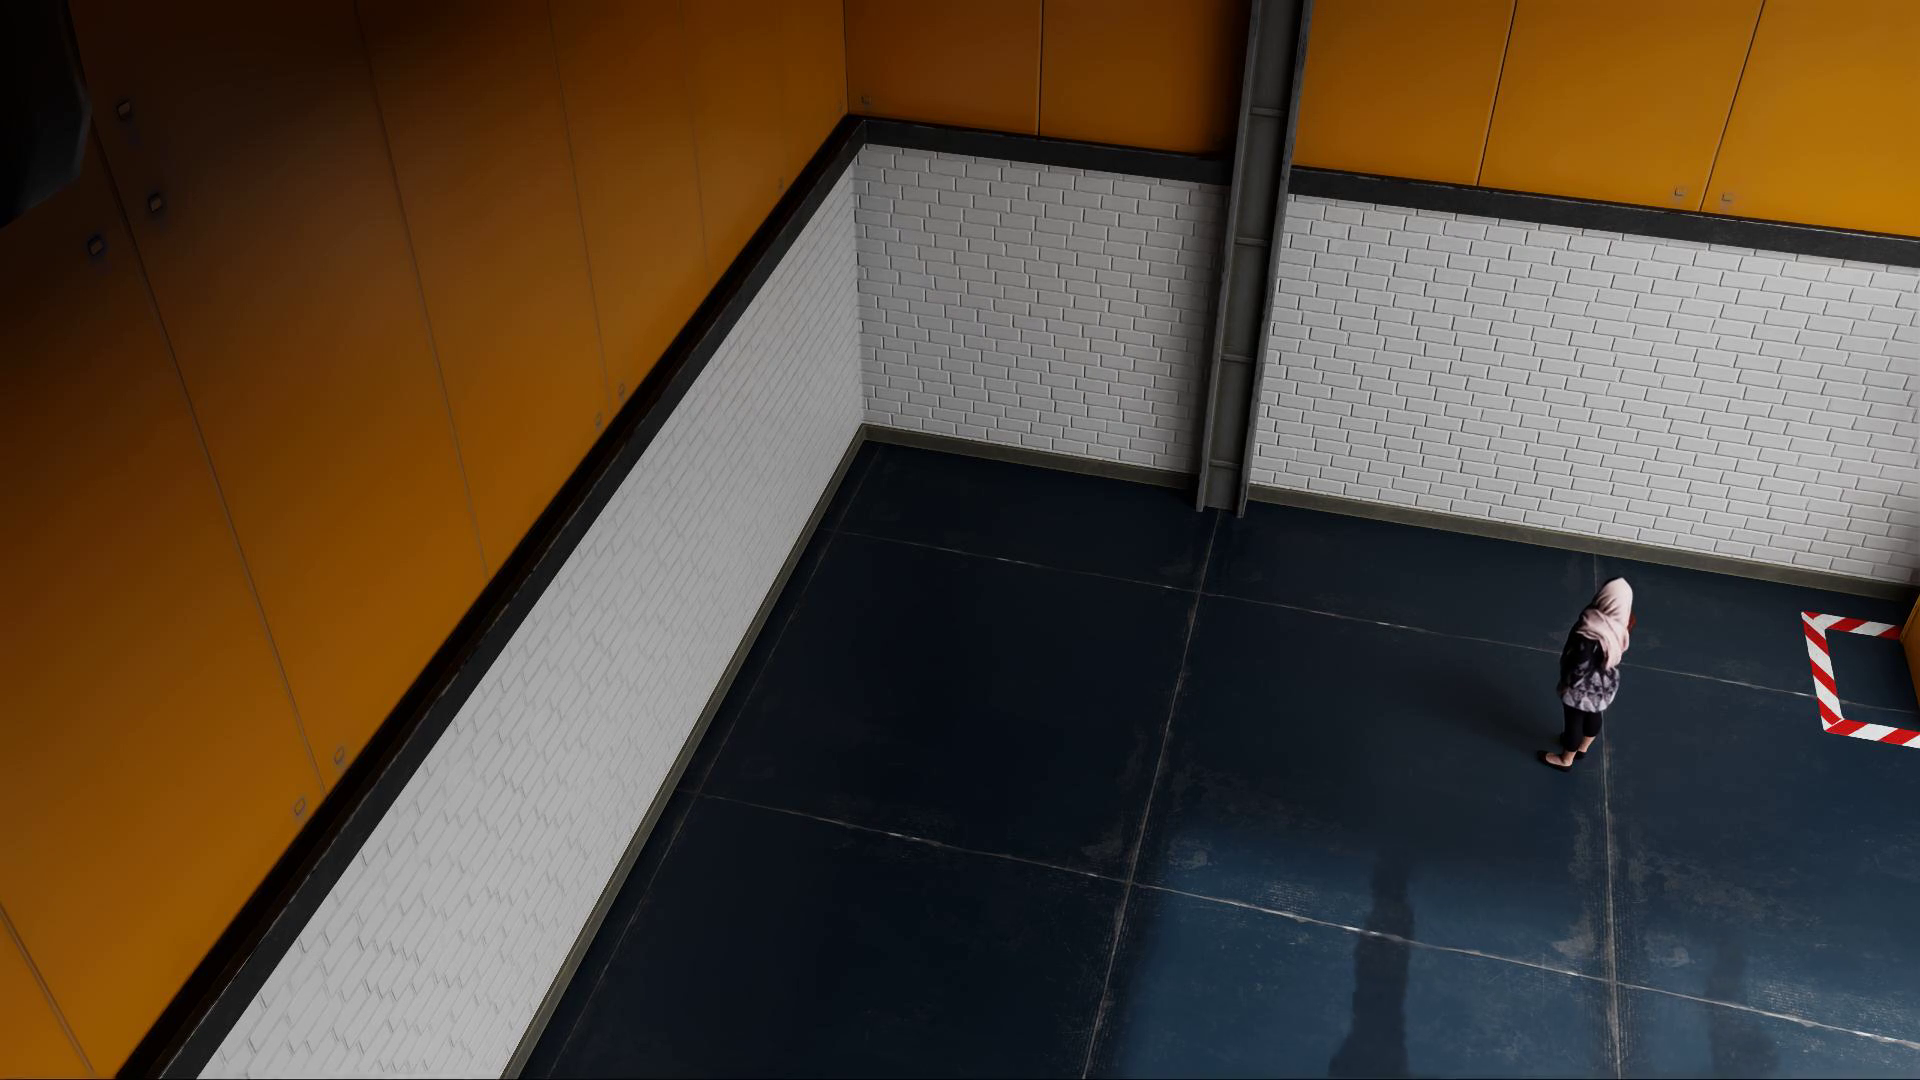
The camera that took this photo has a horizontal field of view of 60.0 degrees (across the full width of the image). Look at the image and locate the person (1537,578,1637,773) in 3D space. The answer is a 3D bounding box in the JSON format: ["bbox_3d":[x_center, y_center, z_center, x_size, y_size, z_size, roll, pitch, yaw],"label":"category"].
[{"bbox_3d":[4.221,0.897,11.100,0.748,1.637,0.798,-24,44,-27],"label":"person"}]
